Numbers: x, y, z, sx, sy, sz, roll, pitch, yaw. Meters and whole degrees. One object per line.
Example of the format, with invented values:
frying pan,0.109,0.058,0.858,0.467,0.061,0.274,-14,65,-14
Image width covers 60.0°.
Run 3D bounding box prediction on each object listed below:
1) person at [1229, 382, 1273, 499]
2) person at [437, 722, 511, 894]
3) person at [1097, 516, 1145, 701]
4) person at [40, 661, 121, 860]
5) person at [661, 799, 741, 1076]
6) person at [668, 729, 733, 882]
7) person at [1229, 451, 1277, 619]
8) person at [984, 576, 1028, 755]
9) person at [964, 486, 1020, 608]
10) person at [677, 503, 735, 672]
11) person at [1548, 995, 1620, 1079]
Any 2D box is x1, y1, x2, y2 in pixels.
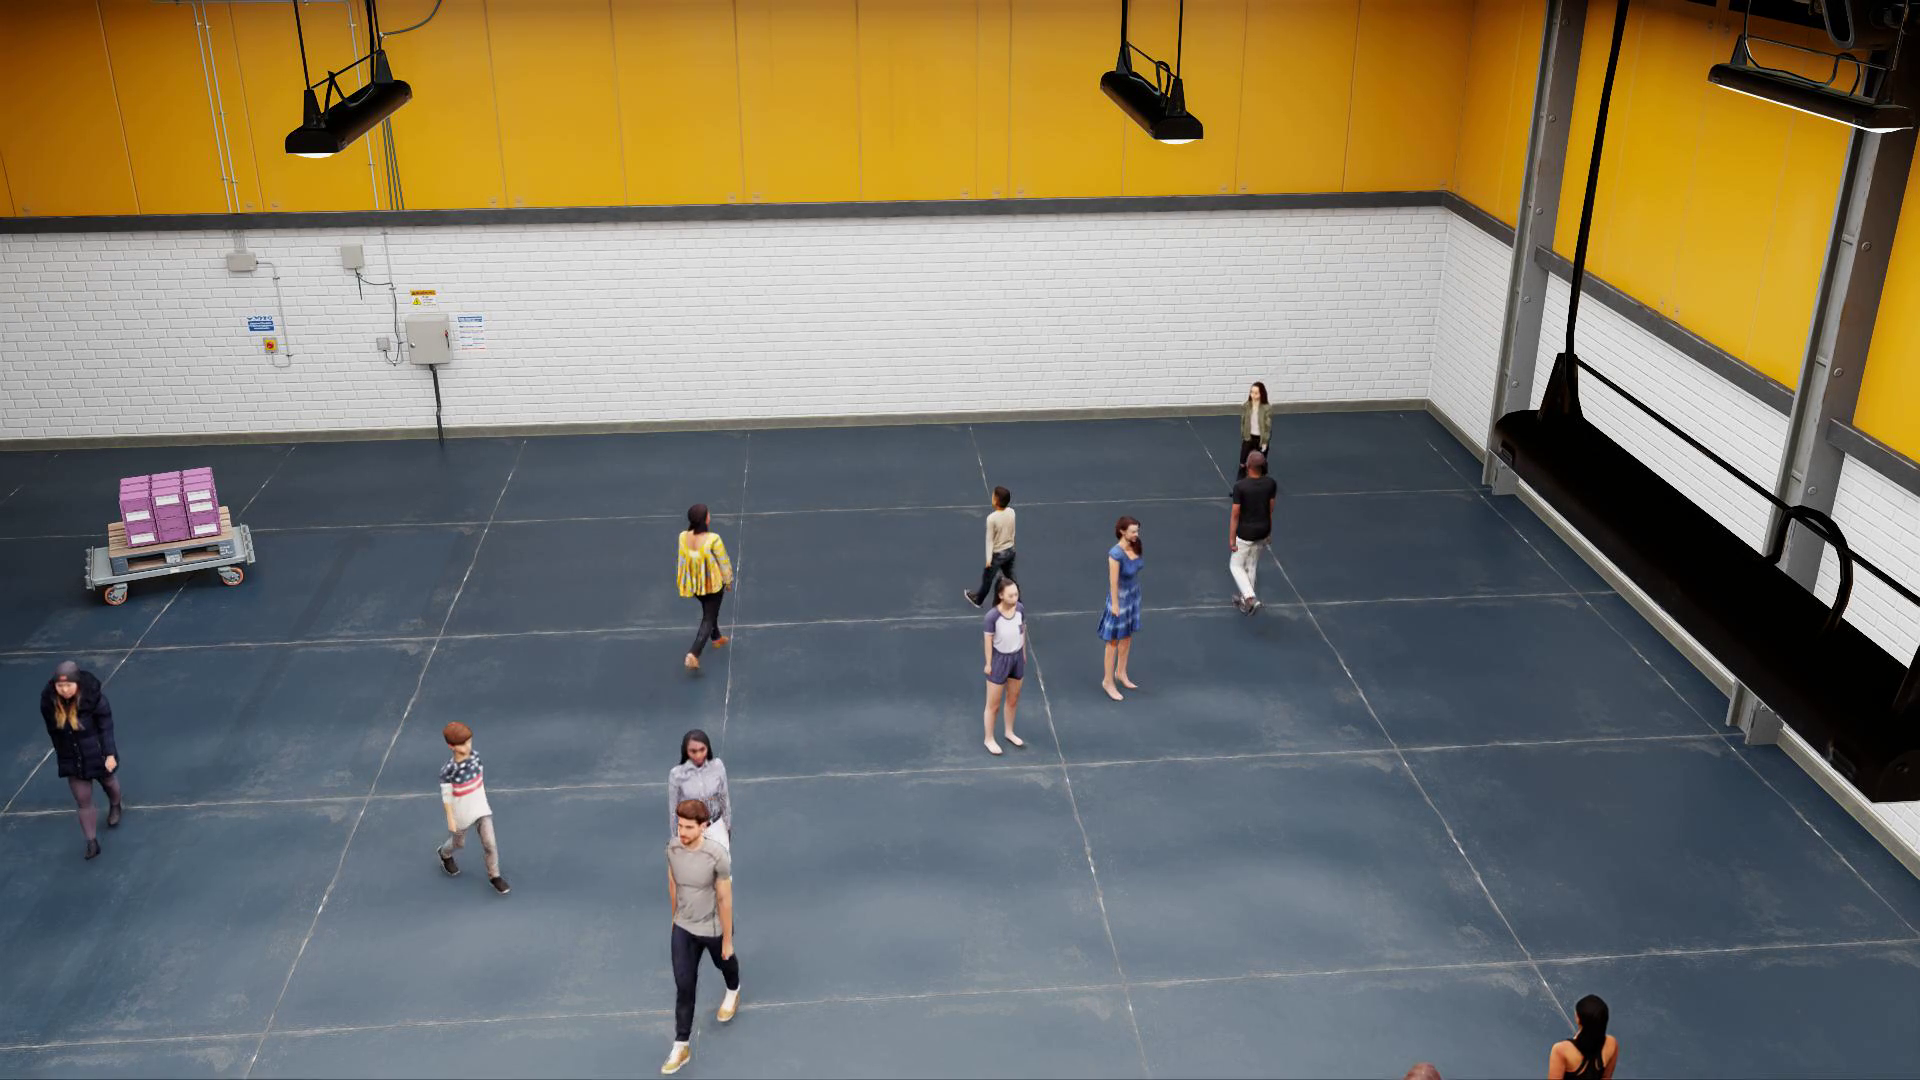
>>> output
person,3.614,-1.208,20.085,0.912,1.435,1.037,14,27,28
person,-3.812,2.021,12.723,0.977,1.415,0.918,19,30,36
person,1.529,0.613,15.456,0.815,1.806,0.723,14,27,29
person,-6.940,1.668,13.270,0.754,1.624,1.104,-5,24,-11
person,-1.666,2.514,11.057,0.985,1.847,1.285,7,25,16
person,-1.894,2.112,12.142,0.644,1.714,0.676,-6,24,-13
person,2.993,-0.023,16.934,0.776,1.789,1.006,-7,25,-16
person,0.378,1.083,14.581,0.665,1.647,0.671,-16,28,-32
person,0.469,0.179,16.908,0.869,1.439,1.016,-17,29,-33
person,-2.484,0.478,15.999,1.054,1.620,1.194,12,27,26
person,3.523,3.279,9.543,0.609,1.659,0.552,-6,24,-13
